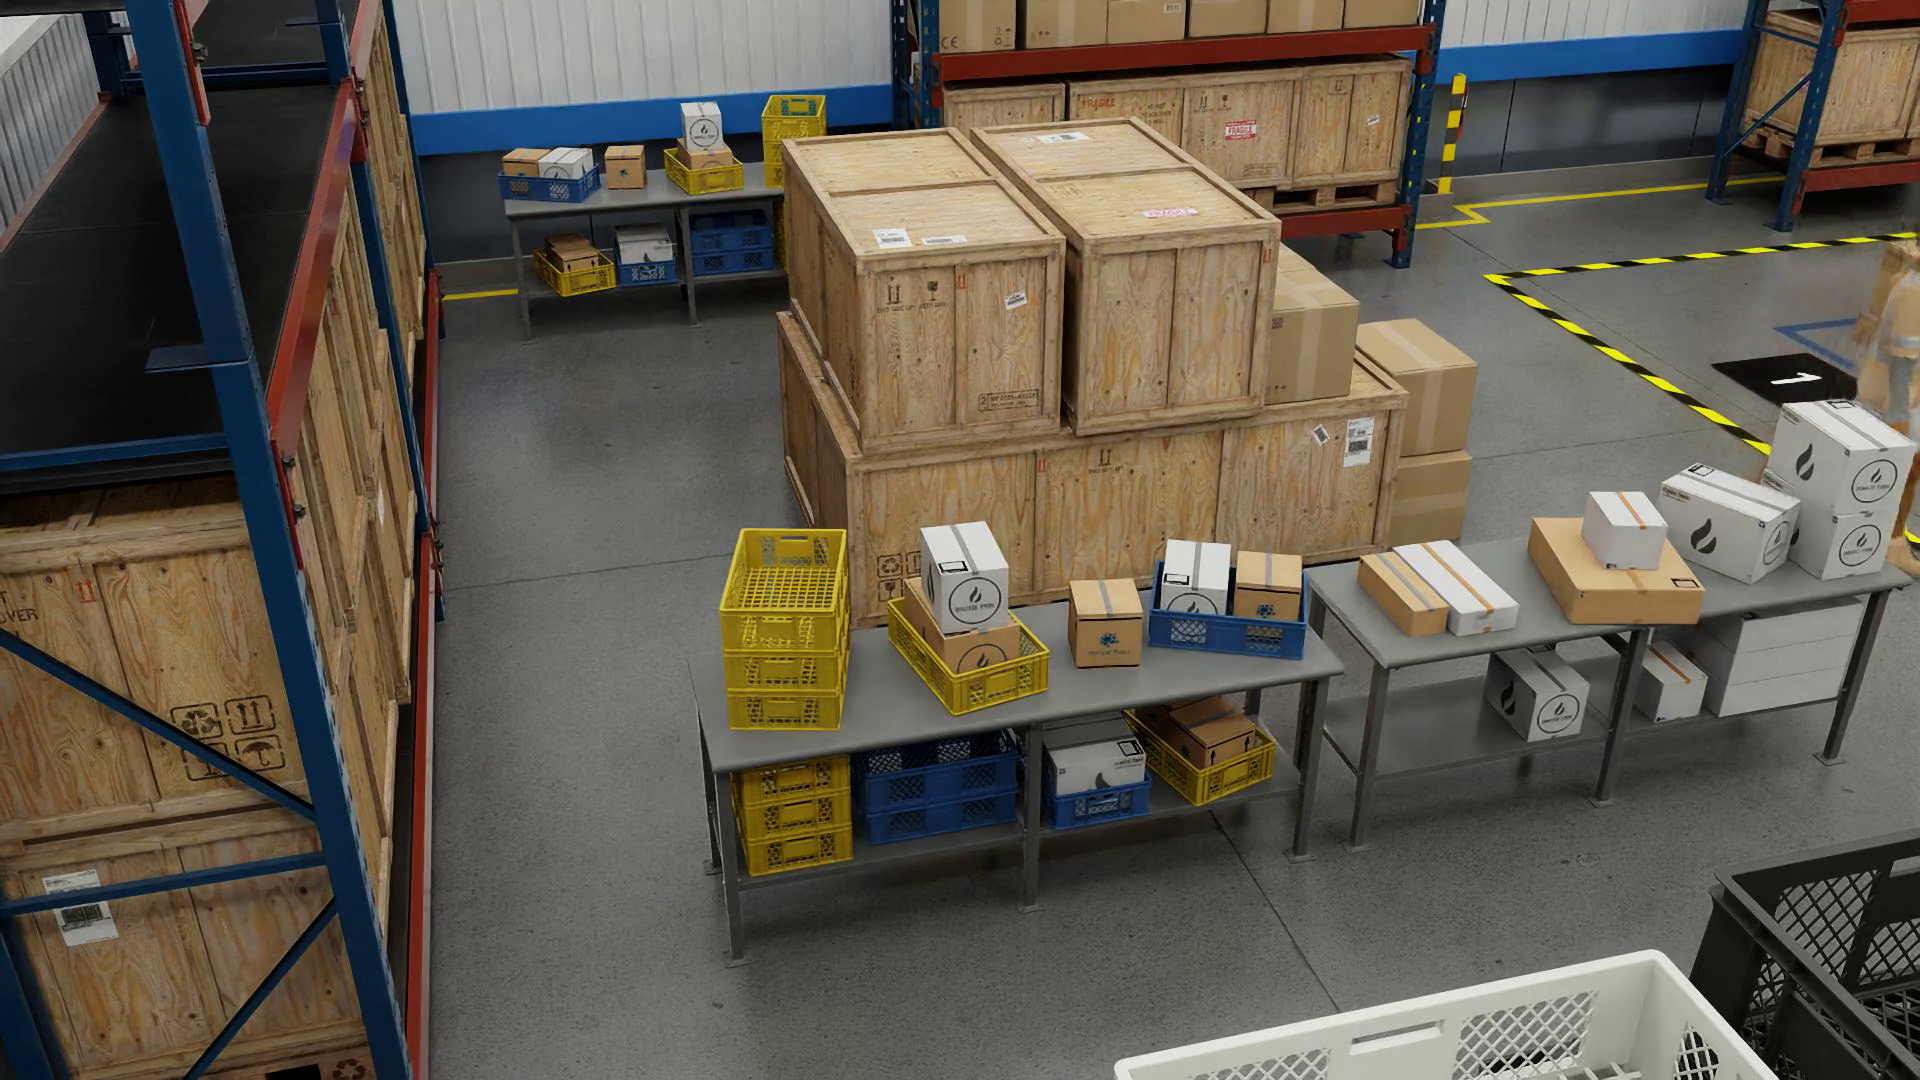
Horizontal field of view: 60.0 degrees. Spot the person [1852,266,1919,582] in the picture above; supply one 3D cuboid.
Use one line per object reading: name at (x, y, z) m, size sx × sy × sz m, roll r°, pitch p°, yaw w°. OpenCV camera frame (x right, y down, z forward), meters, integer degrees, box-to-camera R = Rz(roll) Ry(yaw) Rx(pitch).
person at (4.859, -0.800, 8.791) m, size 1.024 × 1.981 × 0.686 m, roll 26°, pitch 38°, yaw 38°
